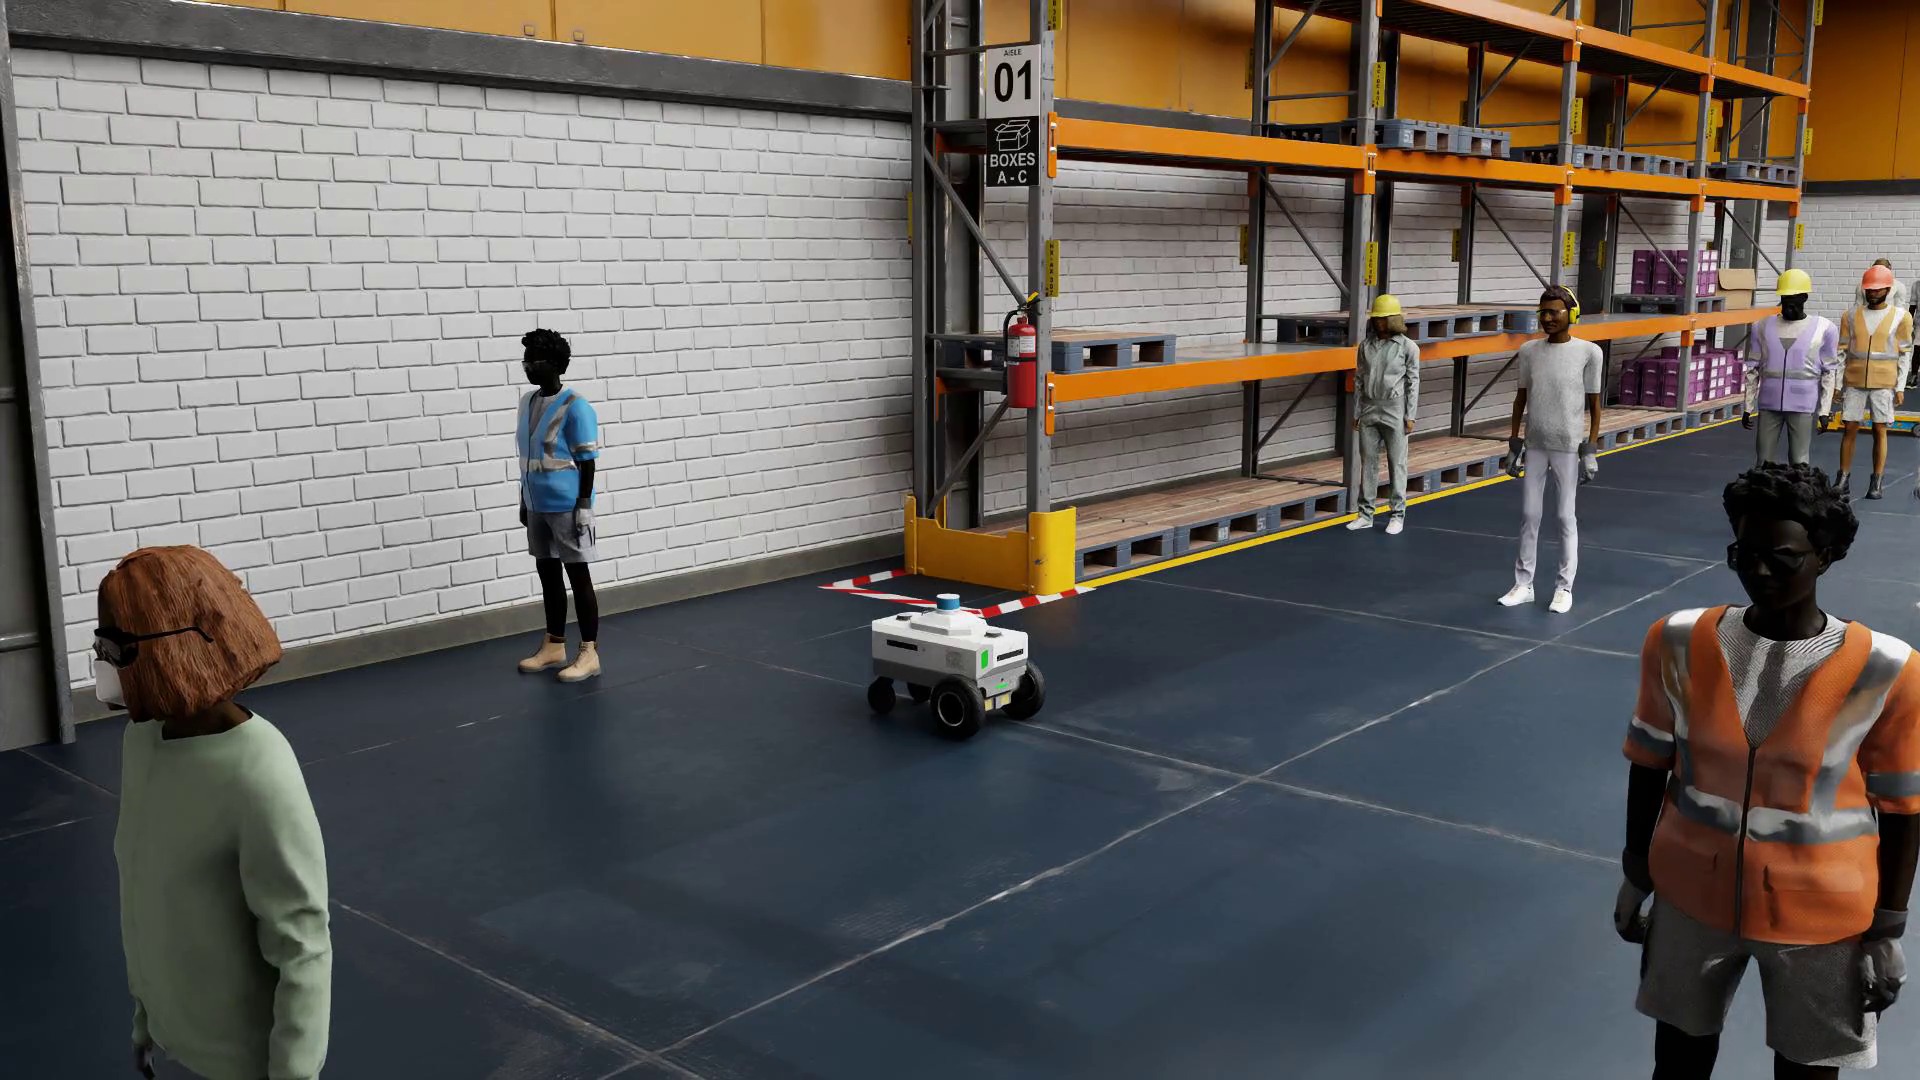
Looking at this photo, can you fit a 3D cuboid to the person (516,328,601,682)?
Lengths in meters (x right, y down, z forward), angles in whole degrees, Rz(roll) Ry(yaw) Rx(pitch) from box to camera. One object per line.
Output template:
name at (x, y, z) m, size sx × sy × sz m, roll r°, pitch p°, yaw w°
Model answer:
person at (-1.945, -0.165, 8.001) m, size 0.540 × 1.695 × 0.317 m, roll 8°, pitch 13°, yaw 40°

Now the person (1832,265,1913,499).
person at (7.536, -1.301, 13.788) m, size 0.552 × 1.932 × 0.377 m, roll 8°, pitch 13°, yaw 40°

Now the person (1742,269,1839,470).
person at (5.931, -0.972, 11.941) m, size 0.594 × 1.924 × 0.382 m, roll 8°, pitch 13°, yaw 40°

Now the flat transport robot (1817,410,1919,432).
flat transport robot at (10.501, -1.330, 18.688) m, size 1.431 × 0.197 × 0.652 m, roll 8°, pitch 13°, yaw 40°

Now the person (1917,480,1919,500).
person at (5.514, -0.320, 9.179) m, size 0.368 × 1.599 × 0.595 m, roll 0°, pitch 10°, yaw 2°

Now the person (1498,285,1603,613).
person at (3.390, -0.518, 9.521) m, size 0.535 × 1.868 × 0.309 m, roll 8°, pitch 13°, yaw 40°

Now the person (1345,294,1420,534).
person at (3.082, -0.912, 12.125) m, size 0.493 × 1.740 × 0.325 m, roll 8°, pitch 13°, yaw 40°

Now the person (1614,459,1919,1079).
person at (1.498, 0.691, 3.125) m, size 0.540 × 1.695 × 0.317 m, roll 8°, pitch 13°, yaw 40°

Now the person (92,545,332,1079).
person at (-1.162, 0.811, 2.620) m, size 0.507 × 1.632 × 0.267 m, roll 8°, pitch 13°, yaw 40°

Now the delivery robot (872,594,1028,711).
delivery robot at (-0.053, 0.480, 7.311) m, size 0.707 × 0.478 × 0.477 m, roll 8°, pitch 13°, yaw 40°

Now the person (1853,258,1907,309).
person at (12.547, -2.879, 22.770) m, size 0.635 × 1.936 × 0.354 m, roll 8°, pitch 13°, yaw 40°

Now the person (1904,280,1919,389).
person at (14.232, -3.179, 24.397) m, size 0.614 × 1.962 × 0.366 m, roll 8°, pitch 13°, yaw 40°
